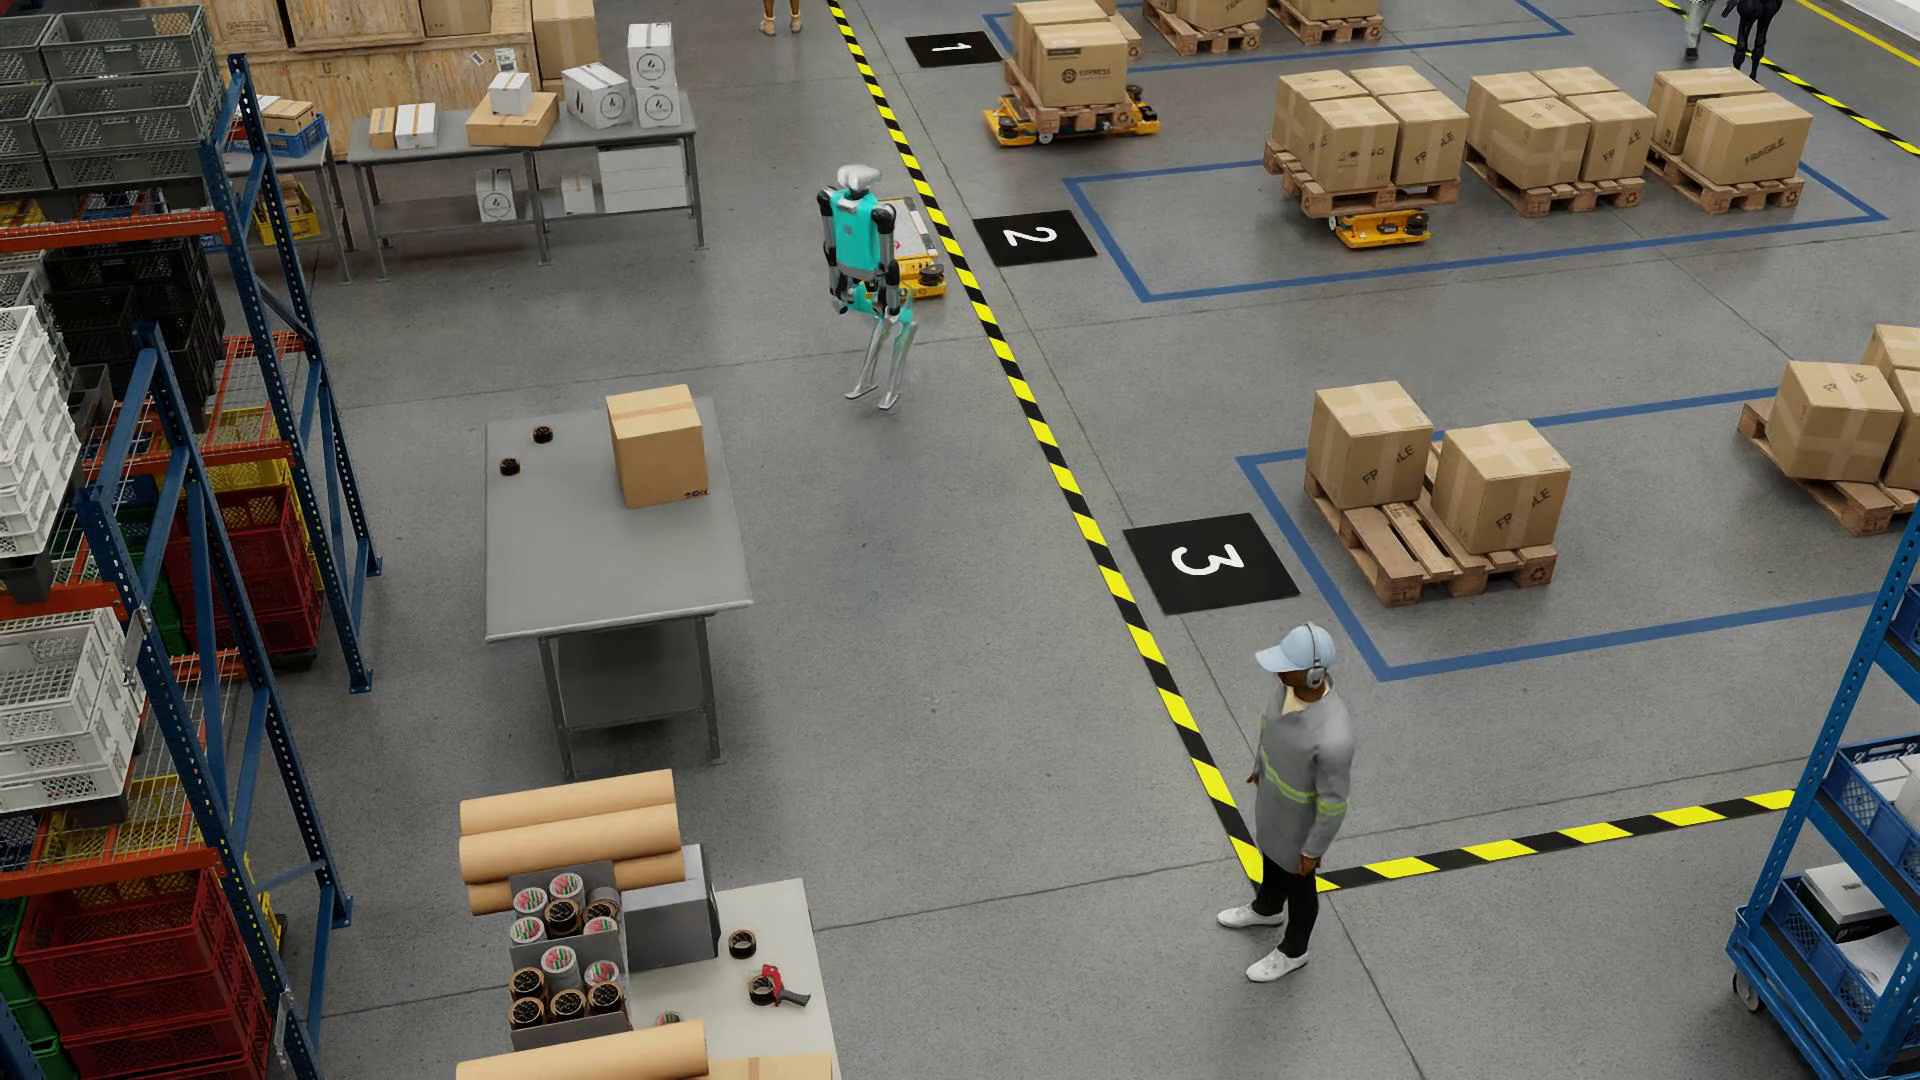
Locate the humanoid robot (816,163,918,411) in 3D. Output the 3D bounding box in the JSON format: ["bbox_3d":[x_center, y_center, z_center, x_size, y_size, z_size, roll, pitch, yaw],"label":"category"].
[{"bbox_3d":[-0.489,-1.636,10.409,0.533,1.677,0.735,21,42,26],"label":"humanoid robot"}]

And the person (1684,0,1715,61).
[{"bbox_3d":[7.127,-5.479,15.648,0.610,1.781,0.918,8,37,10],"label":"person"}]

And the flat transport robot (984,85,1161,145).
[{"bbox_3d":[0.975,-3.722,14.533,1.431,0.197,0.652,-8,37,-10],"label":"flat transport robot"}]

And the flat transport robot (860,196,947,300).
[{"bbox_3d":[-0.570,-2.220,12.538,0.659,0.231,1.431,-8,37,-10],"label":"flat transport robot"}]

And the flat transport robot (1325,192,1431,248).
[{"bbox_3d":[3.134,-2.740,13.213,0.652,0.197,1.431,-8,37,-10],"label":"flat transport robot"}]

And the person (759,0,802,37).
[{"bbox_3d":[-1.789,-5.882,15.971,0.606,2.048,0.365,-10,38,-14],"label":"person"}]

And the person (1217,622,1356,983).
[{"bbox_3d":[1.322,1.072,6.786,0.396,1.850,0.597,-9,38,-11],"label":"person"}]

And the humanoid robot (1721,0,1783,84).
[{"bbox_3d":[7.176,-4.892,14.937,0.599,1.655,0.315,-14,39,-19],"label":"humanoid robot"}]
